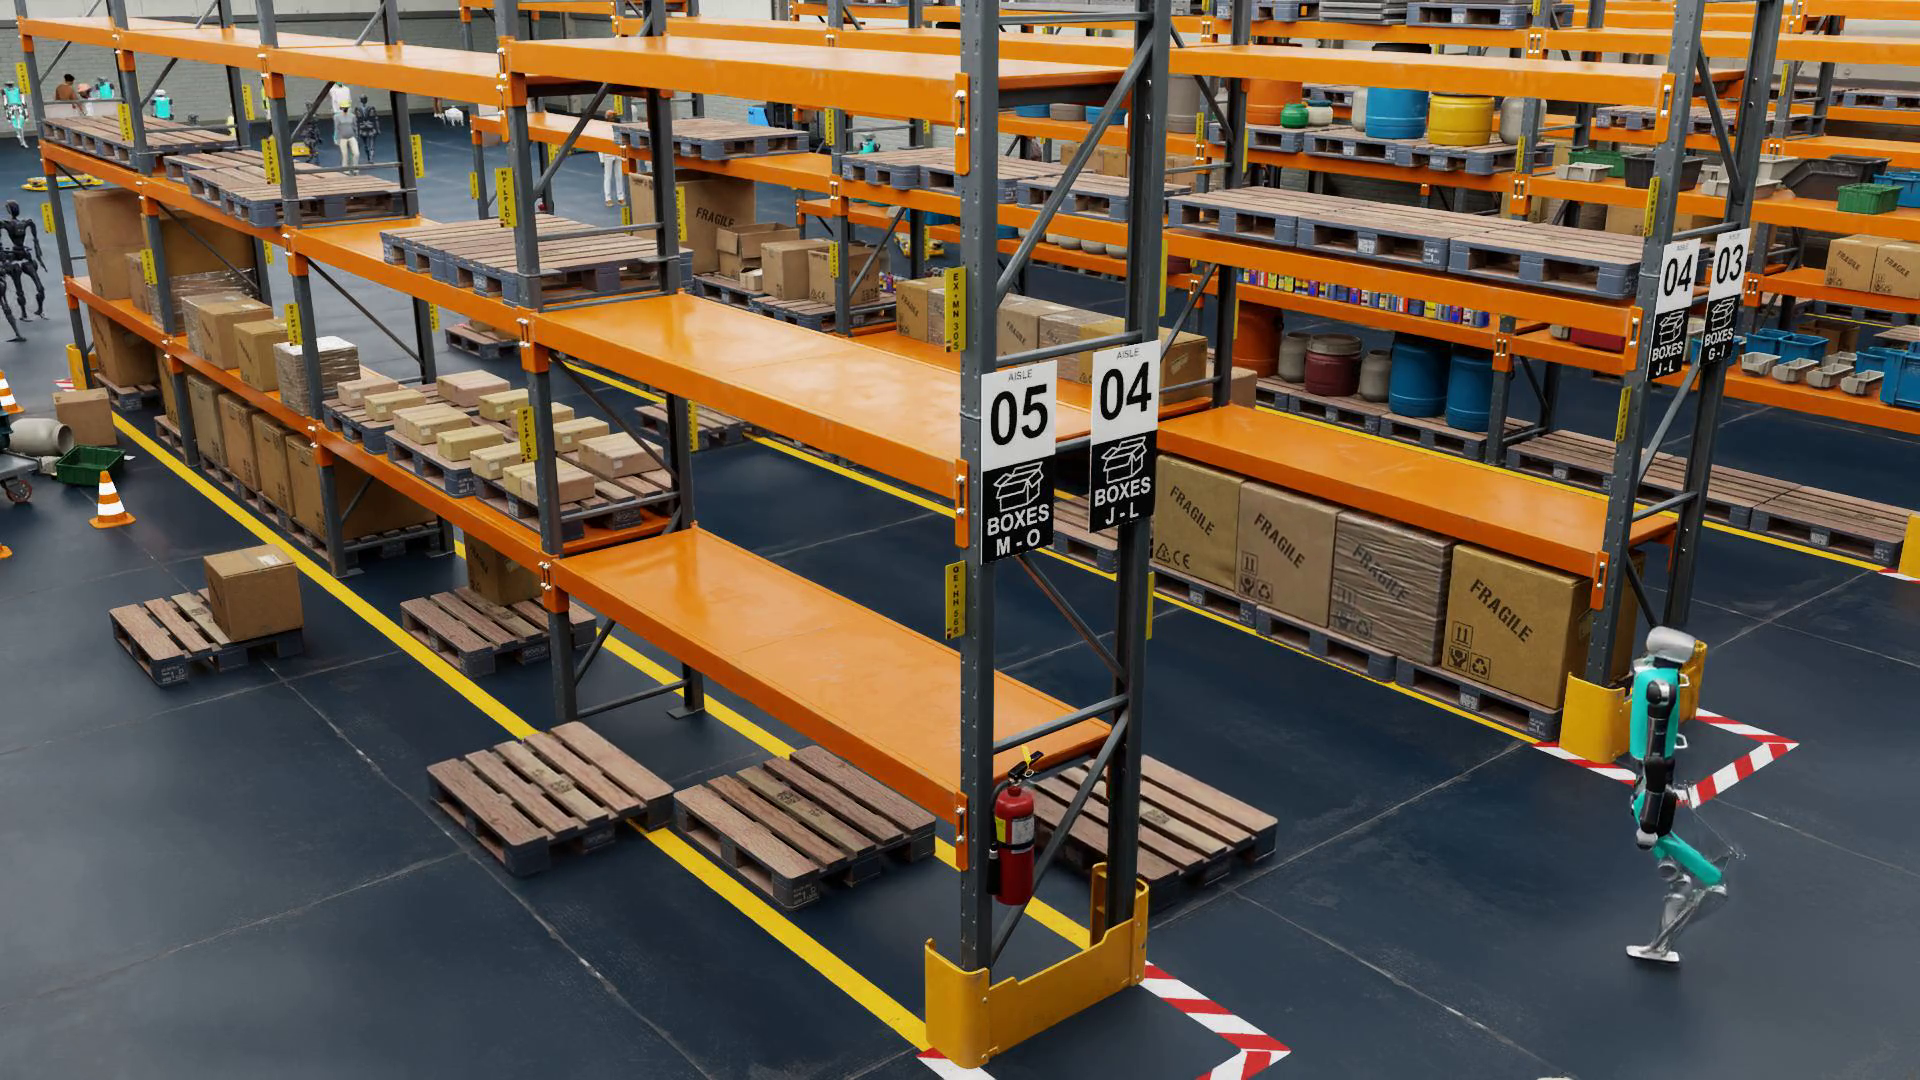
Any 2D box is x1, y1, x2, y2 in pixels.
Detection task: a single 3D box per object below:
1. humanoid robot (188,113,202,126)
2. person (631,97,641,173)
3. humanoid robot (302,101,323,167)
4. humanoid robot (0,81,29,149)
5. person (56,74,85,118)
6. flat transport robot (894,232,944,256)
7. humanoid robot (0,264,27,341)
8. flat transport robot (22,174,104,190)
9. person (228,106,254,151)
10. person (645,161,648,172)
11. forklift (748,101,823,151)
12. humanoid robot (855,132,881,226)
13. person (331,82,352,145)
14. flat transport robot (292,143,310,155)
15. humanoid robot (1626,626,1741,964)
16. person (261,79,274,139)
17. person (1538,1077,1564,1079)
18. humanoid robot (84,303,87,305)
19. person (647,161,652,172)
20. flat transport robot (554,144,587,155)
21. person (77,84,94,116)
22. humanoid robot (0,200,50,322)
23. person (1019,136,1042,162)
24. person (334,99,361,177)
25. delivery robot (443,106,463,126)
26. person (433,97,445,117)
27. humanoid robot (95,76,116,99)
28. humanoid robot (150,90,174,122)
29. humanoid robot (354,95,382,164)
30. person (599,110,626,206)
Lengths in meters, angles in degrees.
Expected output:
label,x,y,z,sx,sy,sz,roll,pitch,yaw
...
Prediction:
label,x,y,z,sx,sy,sz,roll,pitch,yaw
humanoid robot,-16.050,-8.193,35.173,0.740,1.634,0.592,-9,21,-23
person,-7.448,-9.184,37.634,0.375,1.890,0.570,3,20,9
humanoid robot,-14.917,-9.218,38.136,0.702,1.666,0.601,2,19,6
humanoid robot,-24.300,-10.875,42.780,0.567,1.766,1.075,-7,20,-19
person,-23.654,-11.433,44.135,0.837,1.826,0.396,4,20,13
flat transport robot,-0.705,-5.052,28.314,0.659,0.231,1.431,-3,20,-9
humanoid robot,-12.517,-3.343,21.353,0.725,1.634,0.601,0,19,-1
flat transport robot,-19.380,-7.727,35.926,0.659,0.231,1.431,16,25,38
person,-15.209,-8.306,35.178,0.533,1.872,0.753,4,20,12
person,-6.086,-7.596,33.350,0.471,1.734,0.324,-4,20,-12
forklift,-4.526,-11.368,42.374,1.129,2.768,1.873,-15,24,-37
humanoid robot,-1.848,-6.542,30.398,1.025,1.757,0.542,-15,24,-37
person,-16.116,-11.187,43.326,0.507,1.895,0.666,-17,26,-40
flat transport robot,-16.746,-9.876,42.043,0.659,0.231,1.431,-10,22,-27
humanoid robot,3.509,1.345,8.045,0.725,1.896,0.546,6,20,16
person,-18.616,-11.610,44.829,0.377,1.688,0.538,-3,20,-8
person,1.624,2.358,4.943,0.387,1.788,0.631,-6,20,-17
humanoid robot,-12.194,-4.145,23.684,0.601,1.630,0.786,9,21,24
person,-5.127,-5.987,28.439,0.372,1.958,0.596,4,20,11
flat transport robot,-9.870,-9.966,42.300,0.659,0.231,1.431,11,22,28
person,-20.055,-9.597,38.682,0.979,1.983,0.689,-7,20,-19
humanoid robot,-12.778,-3.797,22.620,0.368,1.643,0.588,14,24,34
person,1.292,-6.635,30.573,0.541,1.757,0.414,-9,21,-25
person,-13.732,-8.990,37.295,0.534,1.750,0.556,-14,24,-35
delivery robot,-14.972,-12.528,49.184,0.499,0.611,0.814,-12,23,-31
person,-16.216,-14.059,51.524,0.498,1.878,0.405,17,26,40
humanoid robot,-22.590,-11.236,43.816,0.551,1.869,0.833,3,20,8
humanoid robot,-19.204,-9.933,39.978,0.987,1.731,0.557,16,25,39
humanoid robot,-14.178,-9.832,39.846,0.609,1.622,0.786,-3,20,-10
person,-6.934,-7.621,33.211,0.565,1.878,0.353,-14,24,-34
